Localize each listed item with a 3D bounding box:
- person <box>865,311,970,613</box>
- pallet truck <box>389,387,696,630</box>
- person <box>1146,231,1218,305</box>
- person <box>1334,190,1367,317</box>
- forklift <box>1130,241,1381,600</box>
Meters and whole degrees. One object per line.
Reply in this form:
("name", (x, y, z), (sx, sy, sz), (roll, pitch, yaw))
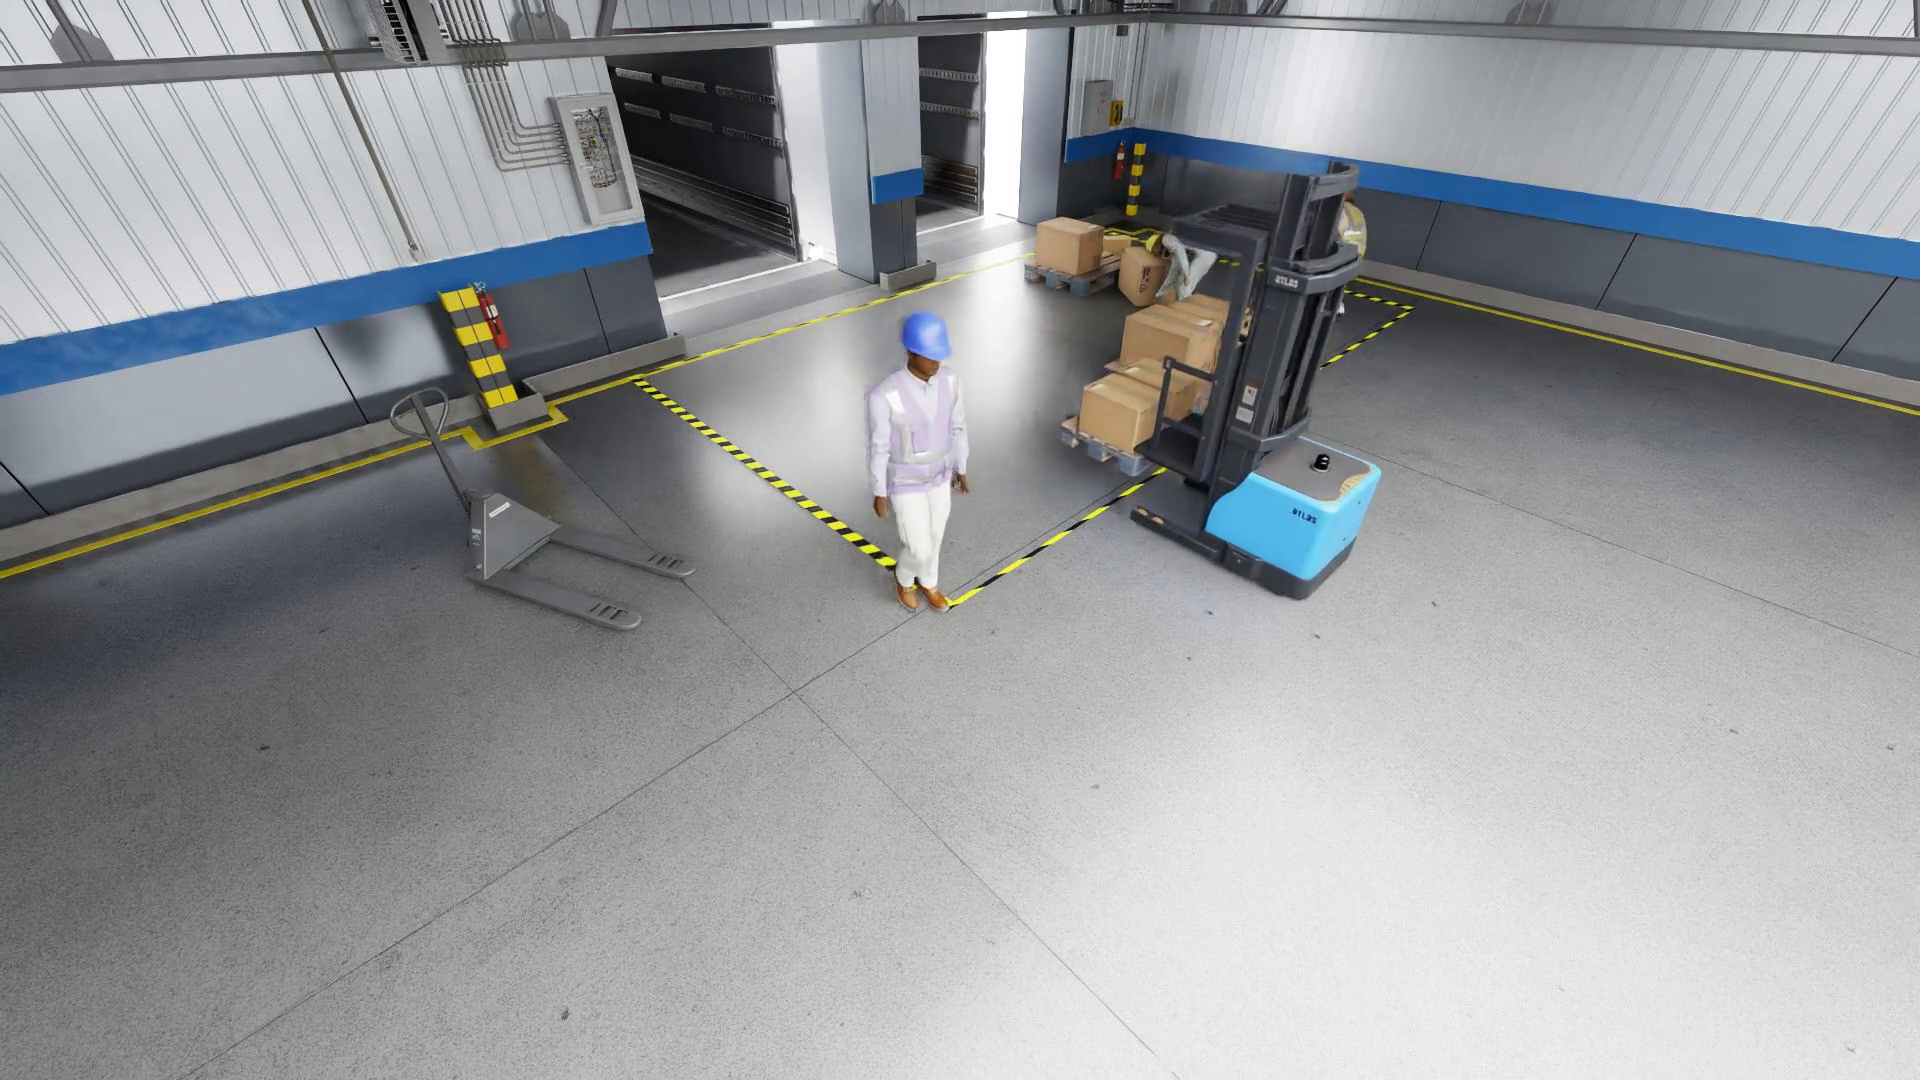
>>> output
("person", (-0.208, -0.347, 4.151), (0.623, 1.928, 0.451), (-27, 45, -31))
("pallet truck", (-2.613, -0.247, 4.593), (1.601, 1.201, 0.680), (14, 40, 17))
("person", (2.364, -2.884, 8.133), (0.833, 1.094, 0.644), (18, 41, 22))
("person", (4.442, -3.335, 8.545), (0.608, 1.317, 0.937), (-15, 40, -18))
("forklift", (2.124, -0.705, 4.530), (0.716, 2.013, 0.776), (-30, 47, -33))
